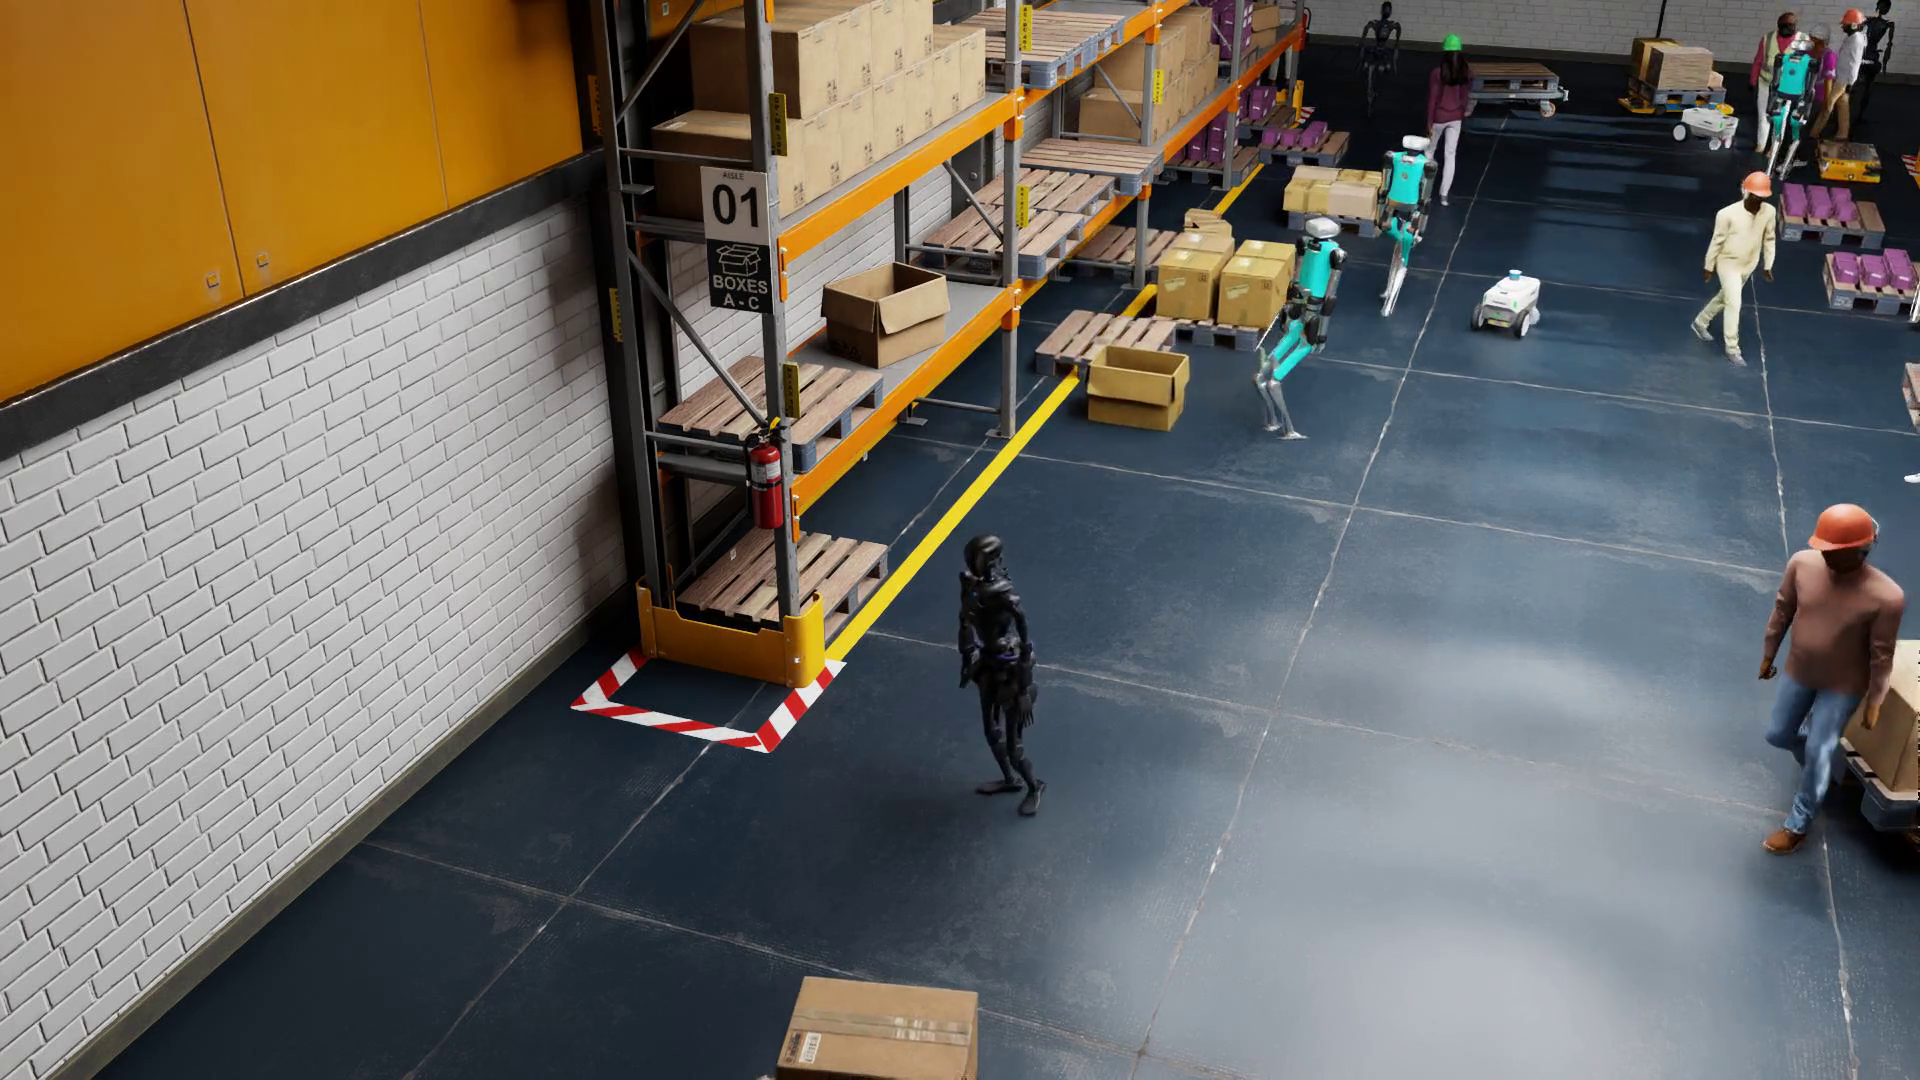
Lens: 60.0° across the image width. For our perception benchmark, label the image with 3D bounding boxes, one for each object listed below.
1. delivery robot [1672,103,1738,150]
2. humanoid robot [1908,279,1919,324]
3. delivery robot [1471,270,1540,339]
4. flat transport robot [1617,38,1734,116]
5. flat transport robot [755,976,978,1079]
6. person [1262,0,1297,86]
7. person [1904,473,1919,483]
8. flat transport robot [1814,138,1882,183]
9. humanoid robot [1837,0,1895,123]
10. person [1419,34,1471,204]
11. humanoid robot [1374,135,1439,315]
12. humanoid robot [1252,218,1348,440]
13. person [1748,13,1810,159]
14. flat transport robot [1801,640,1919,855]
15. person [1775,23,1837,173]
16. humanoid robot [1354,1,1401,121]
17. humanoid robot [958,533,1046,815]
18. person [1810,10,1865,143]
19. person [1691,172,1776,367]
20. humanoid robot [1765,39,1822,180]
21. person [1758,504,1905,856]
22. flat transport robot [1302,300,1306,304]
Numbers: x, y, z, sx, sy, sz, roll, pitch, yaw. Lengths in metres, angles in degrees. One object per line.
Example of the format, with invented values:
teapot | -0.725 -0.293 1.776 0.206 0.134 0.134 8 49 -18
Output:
delivery robot | 9.957 -5.522 22.158 0.524 0.602 0.774 -12 30 -22
humanoid robot | 9.253 -2.834 15.501 0.533 1.677 0.735 13 30 23
delivery robot | 5.233 -2.272 15.829 0.499 0.579 0.750 18 32 31
flat transport robot | 10.316 -6.306 23.983 1.431 0.231 0.659 1 27 1
flat transport robot | -0.418 2.686 6.541 1.431 0.231 0.659 -16 31 -28
person | 4.891 -7.898 25.258 0.626 1.933 0.372 -7 28 -13
person | 7.461 -1.095 12.382 0.266 1.631 0.506 -2 27 -3
flat transport robot | 11.242 -4.809 21.079 0.659 0.231 1.431 10 29 19
humanoid robot | 12.659 -6.692 23.192 0.330 1.651 0.596 -16 31 -28
person | 5.738 -5.020 19.709 0.498 1.901 1.002 2 27 4
humanoid robot | 4.356 -3.080 16.154 0.574 1.800 0.760 17 32 29
humanoid robot | 2.651 -1.678 13.400 0.787 1.757 0.565 -14 30 -25
person | 10.486 -5.836 21.400 0.649 1.803 0.784 20 33 33
flat transport robot | 5.331 1.380 9.073 0.659 0.231 1.431 0 27 0
person | 10.542 -5.540 20.818 0.758 1.816 0.594 -6 28 -12
humanoid robot | 5.842 -6.733 23.341 0.610 1.633 0.740 -1 27 -1
humanoid robot | 0.232 0.699 8.854 0.388 1.639 0.601 -21 34 -35
person | 11.632 -6.151 22.093 0.709 1.722 0.576 11 29 20
person | 7.042 -2.526 15.084 0.569 1.704 0.900 -7 28 -14
humanoid robot | 10.184 -5.221 20.335 0.544 1.830 0.781 24 36 38
person | 4.496 0.664 8.618 0.672 1.957 0.663 -19 33 -32
flat transport robot | 2.982 -2.658 16.906 1.431 0.231 0.659 13 30 23
